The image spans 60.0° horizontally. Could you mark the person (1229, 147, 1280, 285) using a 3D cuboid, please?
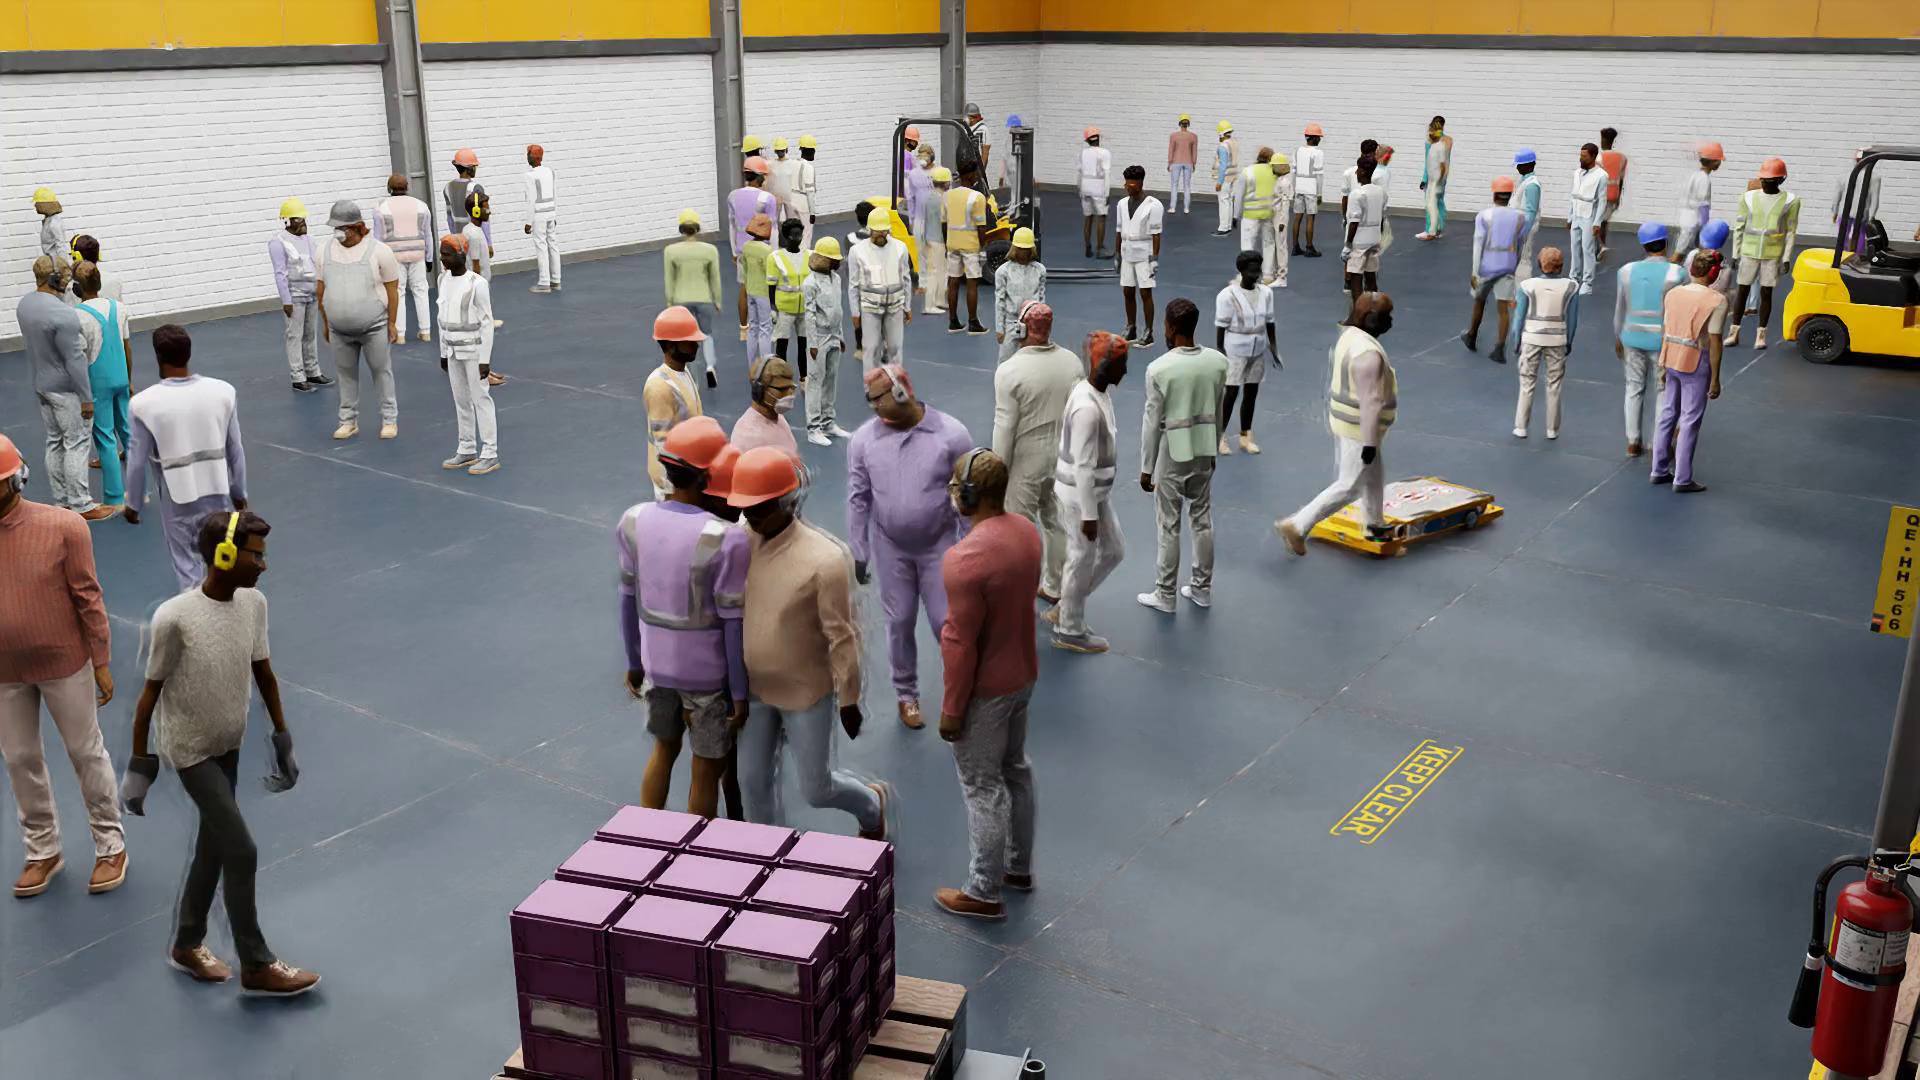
[{"bbox_3d":[3.946,-4.261,21.973,0.686,1.809,0.435,-3,18,-9],"label":"person"}]

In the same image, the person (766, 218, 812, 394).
[{"bbox_3d":[-1.551,-2.162,15.573,0.533,1.699,0.319,-9,20,-27],"label":"person"}]

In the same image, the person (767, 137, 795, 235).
[{"bbox_3d":[-2.580,-4.958,24.208,0.534,1.767,0.319,-2,18,-7],"label":"person"}]

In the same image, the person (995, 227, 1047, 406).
[{"bbox_3d":[0.541,-1.866,14.576,0.489,1.741,0.322,-8,19,-22],"label":"person"}]

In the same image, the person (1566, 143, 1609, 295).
[{"bbox_3d":[8.020,-4.108,21.305,0.370,1.916,0.597,-6,19,-17],"label":"person"}]

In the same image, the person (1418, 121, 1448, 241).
[{"bbox_3d":[7.492,-5.649,26.259,0.387,1.871,0.561,-3,18,-8],"label":"person"}]

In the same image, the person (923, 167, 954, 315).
[{"bbox_3d":[-0.184,-3.573,19.898,0.598,1.741,0.541,-8,19,-23],"label":"person"}]

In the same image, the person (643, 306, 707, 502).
[{"bbox_3d":[-1.610,-0.387,9.632,0.365,1.939,0.542,2,18,5],"label":"person"}]

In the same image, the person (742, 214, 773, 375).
[{"bbox_3d":[-1.952,-2.394,16.401,0.278,1.633,0.498,-14,23,-37],"label":"person"}]

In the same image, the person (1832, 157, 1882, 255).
[{"bbox_3d":[12.345,-4.521,22.898,0.590,1.720,0.791,14,22,36],"label":"person"}]

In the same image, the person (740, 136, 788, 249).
[{"bbox_3d":[-2.688,-4.668,23.126,0.788,1.883,0.632,-4,18,-12],"label":"person"}]

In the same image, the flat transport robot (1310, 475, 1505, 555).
[{"bbox_3d":[3.154,-0.199,11.739,1.431,0.197,0.652,-14,22,-37],"label":"flat transport robot"}]

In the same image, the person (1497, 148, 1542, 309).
[{"bbox_3d":[6.851,-3.788,20.271,0.400,1.938,0.602,2,18,8],"label":"person"}]

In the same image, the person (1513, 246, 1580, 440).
[{"bbox_3d":[4.947,-1.657,14.105,0.515,1.637,0.313,4,18,13],"label":"person"}]

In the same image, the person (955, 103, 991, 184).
[{"bbox_3d":[0.183,-6.352,28.124,0.538,2.000,0.689,-10,20,-29],"label":"person"}]

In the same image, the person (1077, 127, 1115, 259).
[{"bbox_3d":[2.022,-5.108,24.484,0.713,1.889,0.441,13,22,35],"label":"person"}]

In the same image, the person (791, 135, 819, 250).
[{"bbox_3d":[-2.094,-4.547,22.686,0.396,1.919,0.582,-9,20,-25],"label":"person"}]

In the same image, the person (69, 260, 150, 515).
[{"bbox_3d":[-6.178,-1.094,11.995,0.345,1.846,0.508,6,19,19],"label":"person"}]

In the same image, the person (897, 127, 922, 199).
[{"bbox_3d":[-0.726,-4.957,23.943,0.374,1.928,0.542,-1,18,-5],"label":"person"}]

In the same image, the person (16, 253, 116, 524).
[{"bbox_3d":[-6.335,-1.055,11.744,0.639,1.928,0.375,12,21,33],"label":"person"}]

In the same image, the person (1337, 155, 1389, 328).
[{"bbox_3d":[4.603,-3.401,19.014,0.600,1.967,0.368,-13,22,-35],"label":"person"}]

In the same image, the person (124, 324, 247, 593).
[{"bbox_3d":[-4.272,-0.248,9.247,0.459,1.915,0.608,13,22,35],"label":"person"}]

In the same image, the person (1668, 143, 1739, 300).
[{"bbox_3d":[9.099,-3.868,20.446,1.072,1.979,0.627,6,19,19],"label":"person"}]

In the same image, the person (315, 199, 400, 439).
[{"bbox_3d":[-5.092,-1.855,14.059,0.683,2.000,0.536,0,18,0],"label":"person"}]

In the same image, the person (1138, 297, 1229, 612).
[{"bbox_3d":[1.351,-0.499,10.036,0.591,1.910,0.394,-10,20,-29],"label":"person"}]

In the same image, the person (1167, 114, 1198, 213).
[{"bbox_3d":[3.981,-6.735,29.793,0.532,1.756,0.339,-2,18,-8],"label":"person"}]

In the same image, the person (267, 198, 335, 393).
[{"bbox_3d":[-6.300,-2.346,15.927,0.404,1.835,0.588,4,18,13],"label":"person"}]

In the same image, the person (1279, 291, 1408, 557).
[{"bbox_3d":[2.568,-0.733,10.923,0.828,1.816,0.633,1,18,4],"label":"person"}]

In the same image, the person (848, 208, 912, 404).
[{"bbox_3d":[-0.736,-2.159,15.380,0.601,1.817,0.403,-6,19,-19],"label":"person"}]

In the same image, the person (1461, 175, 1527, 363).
[{"bbox_3d":[5.598,-2.865,17.456,0.552,1.886,0.980,1,18,2],"label":"person"}]

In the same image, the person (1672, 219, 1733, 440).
[{"bbox_3d":[6.231,-1.789,14.102,0.431,1.888,0.651,1,18,4],"label":"person"}]

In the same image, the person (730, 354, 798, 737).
[{"bbox_3d":[-0.967,0.020,8.365,0.351,1.934,0.635,1,18,3],"label":"person"}]

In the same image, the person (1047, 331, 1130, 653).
[{"bbox_3d":[0.733,-0.246,9.297,0.420,1.867,0.627,4,18,12],"label":"person"}]

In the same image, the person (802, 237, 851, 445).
[{"bbox_3d":[-1.119,-1.679,14.002,0.305,1.737,0.484,9,20,27],"label":"person"}]

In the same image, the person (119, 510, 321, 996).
[{"bbox_3d":[-2.687,0.802,6.110,0.766,1.813,0.605,4,18,14],"label":"person"}]
